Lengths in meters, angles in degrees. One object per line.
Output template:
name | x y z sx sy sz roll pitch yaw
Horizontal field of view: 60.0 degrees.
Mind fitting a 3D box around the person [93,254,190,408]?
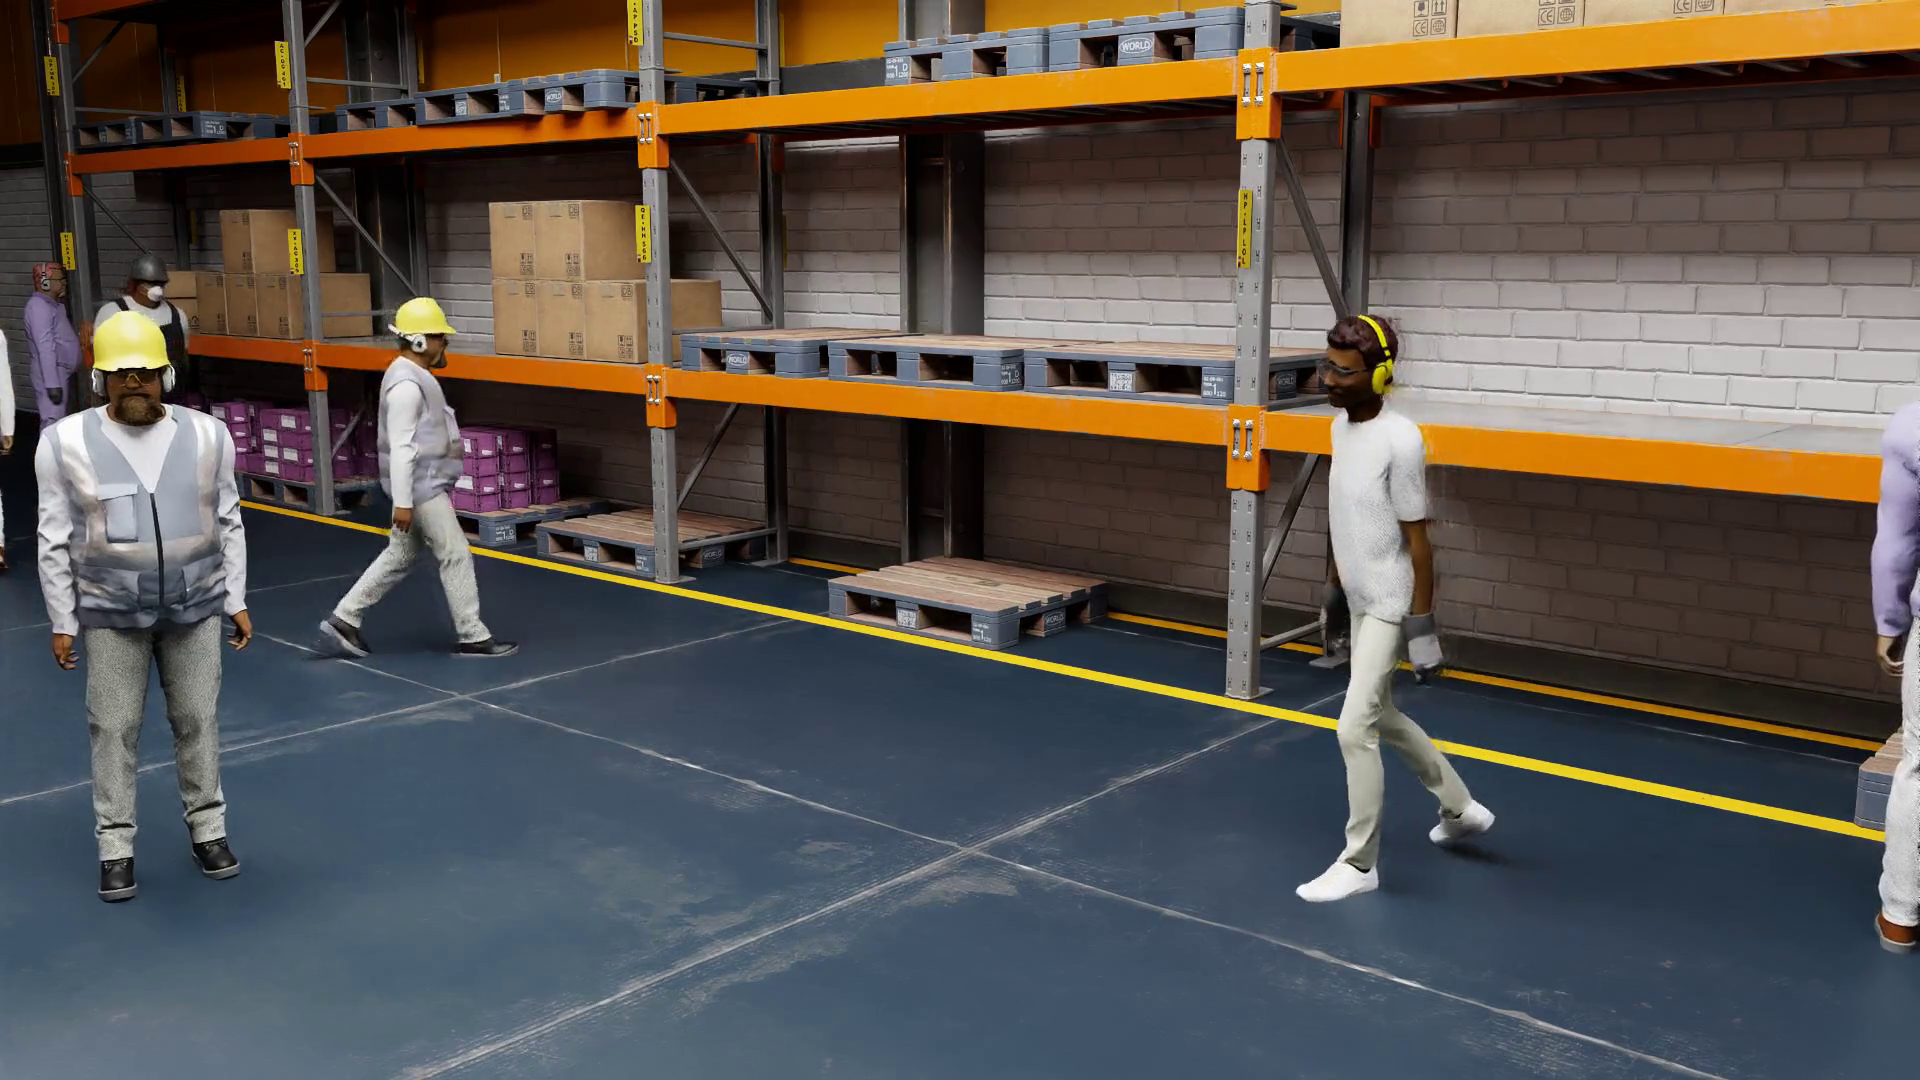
person | -5.961 -1.130 12.217 1.036 2.000 0.696 9 13 41

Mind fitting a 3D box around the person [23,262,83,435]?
person | -7.367 -1.301 13.571 0.400 1.910 0.643 -5 11 -24

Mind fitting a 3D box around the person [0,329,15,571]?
person | -6.070 -0.672 10.091 0.572 1.866 0.449 -9 14 -42

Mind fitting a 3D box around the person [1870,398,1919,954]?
person | 2.884 0.254 4.652 0.628 1.931 0.355 8 12 37

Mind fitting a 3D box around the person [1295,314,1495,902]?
person | 1.403 0.211 5.189 0.717 1.836 0.540 -1 10 -8

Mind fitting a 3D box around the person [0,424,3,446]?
person | -9.739 -1.669 16.485 0.409 1.605 0.563 5 11 27

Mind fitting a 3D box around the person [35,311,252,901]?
person | -2.538 0.202 5.223 0.598 1.830 0.403 -7 12 -35

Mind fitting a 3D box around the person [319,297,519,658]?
person | -2.703 -0.285 8.125 0.907 1.795 0.597 -3 10 -15
